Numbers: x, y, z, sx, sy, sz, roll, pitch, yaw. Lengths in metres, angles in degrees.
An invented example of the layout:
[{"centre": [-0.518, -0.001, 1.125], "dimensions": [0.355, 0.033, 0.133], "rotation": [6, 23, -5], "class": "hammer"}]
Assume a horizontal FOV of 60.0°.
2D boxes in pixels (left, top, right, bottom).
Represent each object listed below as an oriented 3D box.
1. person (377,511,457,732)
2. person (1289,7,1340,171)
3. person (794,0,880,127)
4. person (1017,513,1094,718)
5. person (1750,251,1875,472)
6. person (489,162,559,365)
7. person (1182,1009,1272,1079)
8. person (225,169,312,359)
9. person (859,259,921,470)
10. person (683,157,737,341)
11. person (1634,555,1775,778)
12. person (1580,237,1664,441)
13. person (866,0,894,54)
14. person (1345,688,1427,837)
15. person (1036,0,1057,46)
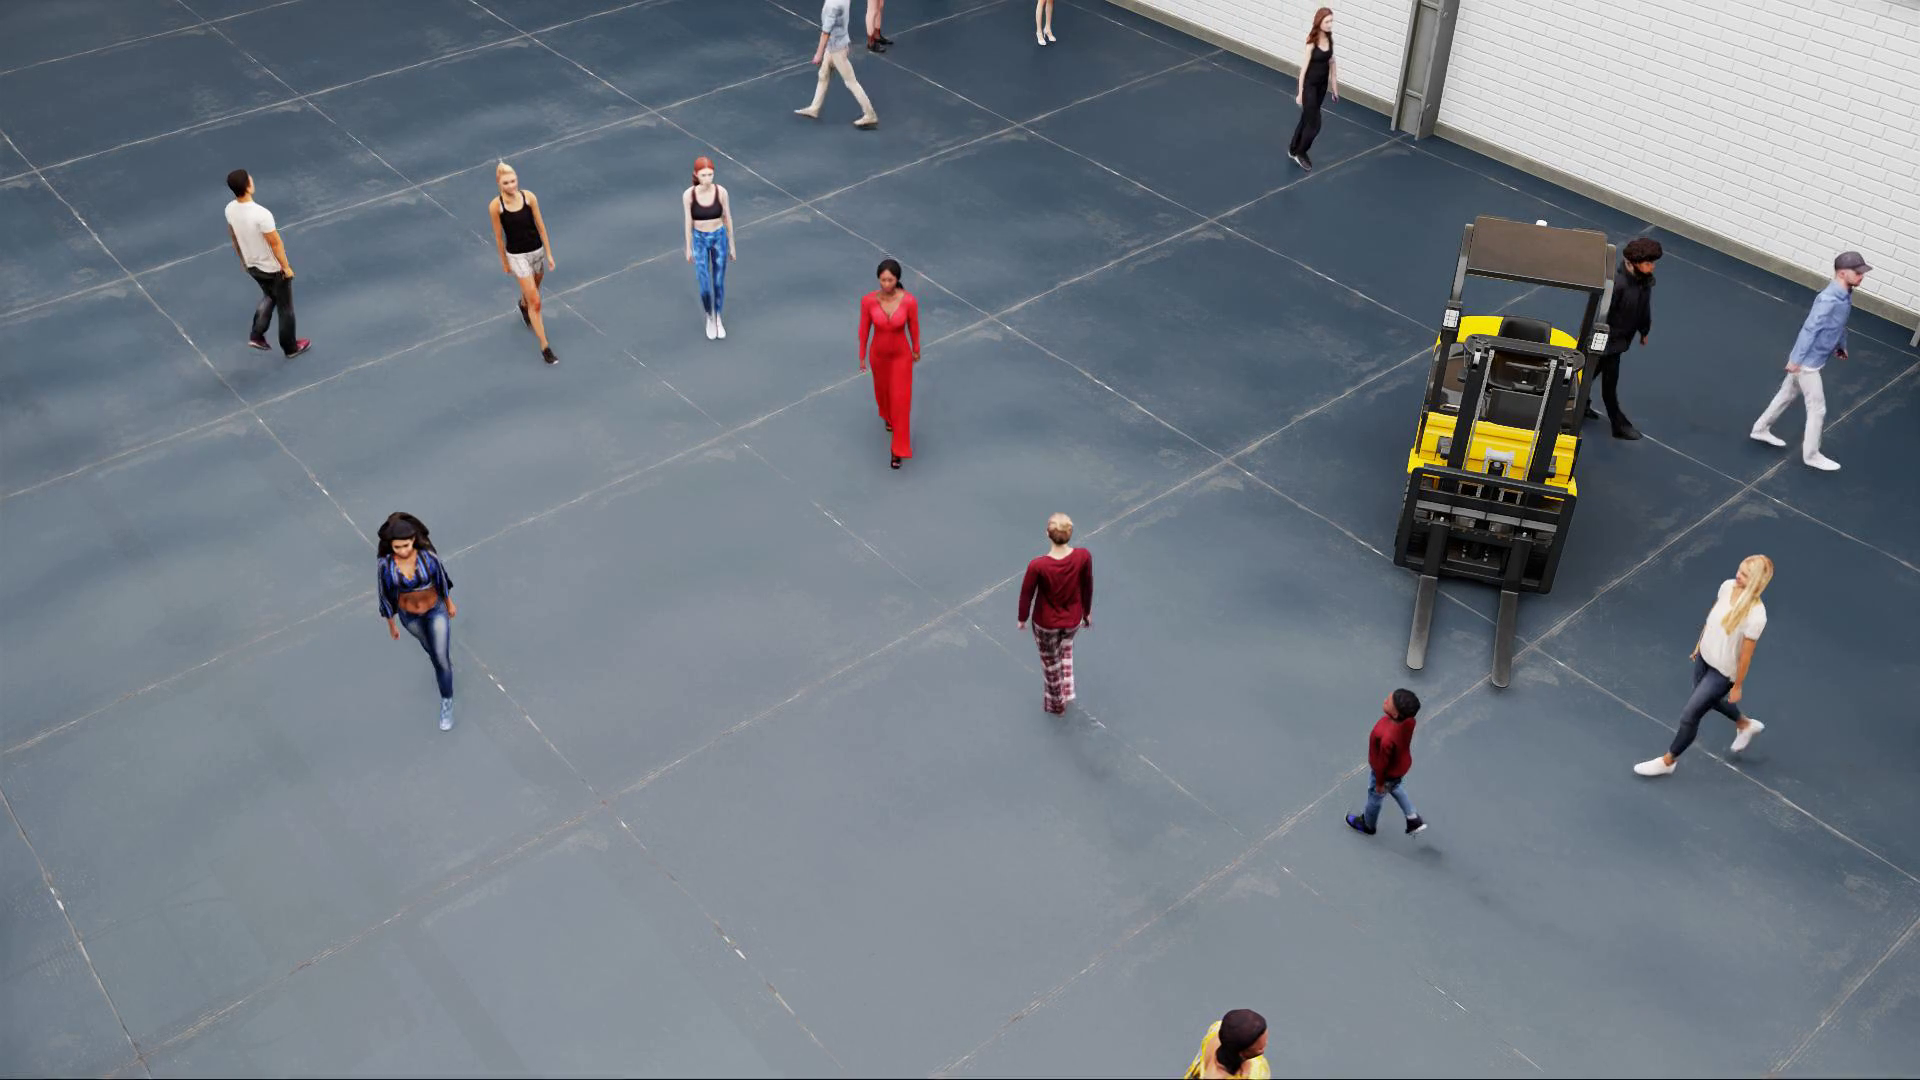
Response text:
[{"centre": [-3.623, 0.460, 11.212], "dimensions": [0.950, 1.571, 1.142], "rotation": [-7, 39, -9], "class": "person"}, {"centre": [3.701, -4.852, 17.737], "dimensions": [0.582, 1.729, 0.664], "rotation": [-28, 46, -30], "class": "person"}, {"centre": [-1.267, -5.411, 18.381], "dimensions": [1.246, 1.799, 1.190], "rotation": [3, 39, 4], "class": "person"}, {"centre": [0.676, 0.547, 11.006], "dimensions": [0.734, 1.694, 0.715], "rotation": [-11, 40, -14], "class": "person"}, {"centre": [6.822, -1.522, 13.463], "dimensions": [1.042, 1.859, 0.795], "rotation": [25, 45, 27], "class": "person"}, {"centre": [-3.893, -2.552, 14.803], "dimensions": [0.662, 1.795, 1.240], "rotation": [-23, 44, -26], "class": "person"}, {"centre": [1.271, 2.836, 8.172], "dimensions": [0.941, 1.652, 0.877], "rotation": [-1, 39, -1], "class": "person"}, {"centre": [-6.159, -2.366, 14.582], "dimensions": [0.813, 1.791, 0.853], "rotation": [19, 42, 22], "class": "person"}, {"centre": [-0.557, -1.518, 13.571], "dimensions": [1.130, 1.729, 1.219], "rotation": [2, 39, 2], "class": "person"}, {"centre": [-2.261, -2.649, 14.954], "dimensions": [0.706, 1.771, 0.759], "rotation": [-10, 40, -12], "class": "person"}, {"centre": [4.925, 0.813, 10.600], "dimensions": [1.077, 1.784, 1.115], "rotation": [-3, 39, -4], "class": "person"}, {"centre": [5.374, -1.741, 13.830], "dimensions": [0.694, 1.743, 1.008], "rotation": [-24, 44, -27], "class": "person"}, {"centre": [-1.019, -6.829, 20.218], "dimensions": [0.687, 1.722, 0.693], "rotation": [14, 41, 17], "class": "person"}, {"centre": [2.716, 1.409, 10.288], "dimensions": [0.728, 1.242, 0.550], "rotation": [29, 47, 31], "class": "person"}, {"centre": [1.079, -6.948, 20.355], "dimensions": [0.568, 1.736, 0.517], "rotation": [-29, 47, -31], "class": "person"}]
